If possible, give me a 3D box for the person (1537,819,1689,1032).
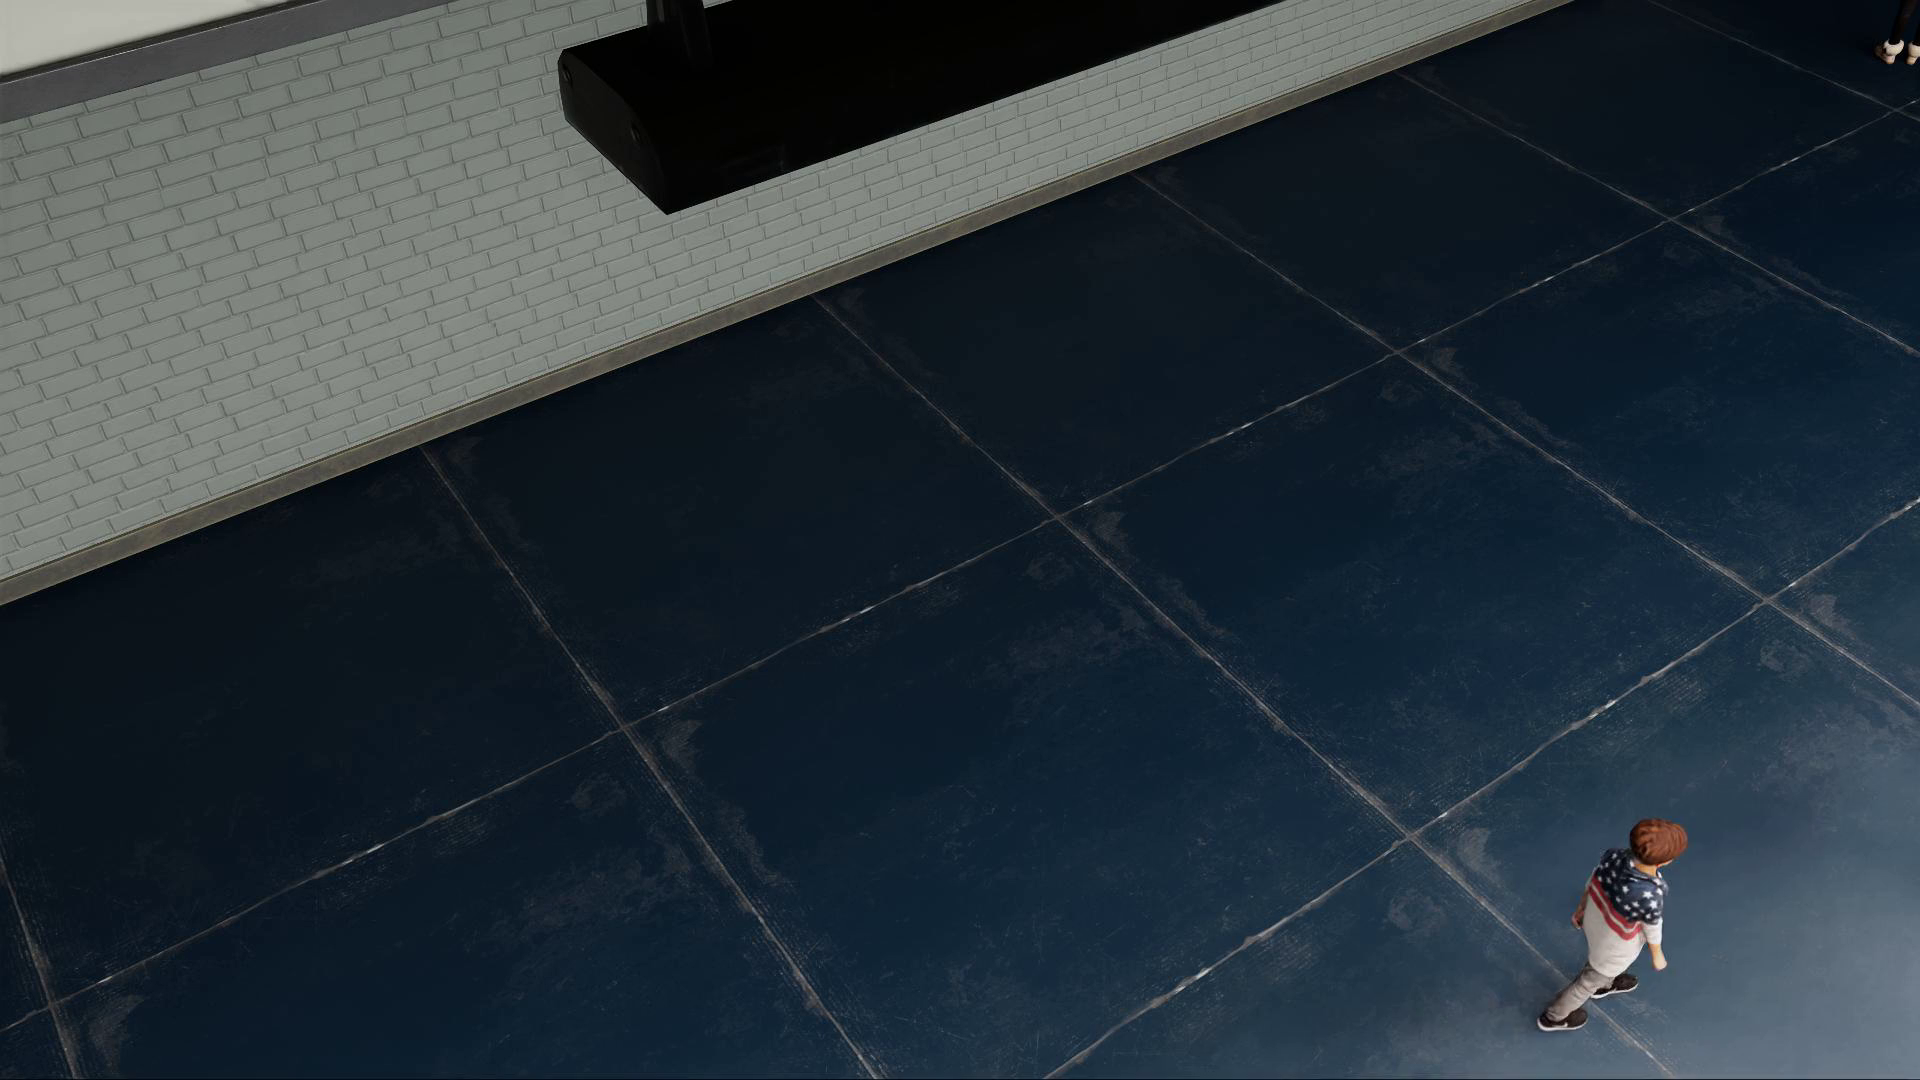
[{"bbox_3d":[2.827,1.740,7.339,0.760,1.417,0.792,-7,44,-8],"label":"person"}]
